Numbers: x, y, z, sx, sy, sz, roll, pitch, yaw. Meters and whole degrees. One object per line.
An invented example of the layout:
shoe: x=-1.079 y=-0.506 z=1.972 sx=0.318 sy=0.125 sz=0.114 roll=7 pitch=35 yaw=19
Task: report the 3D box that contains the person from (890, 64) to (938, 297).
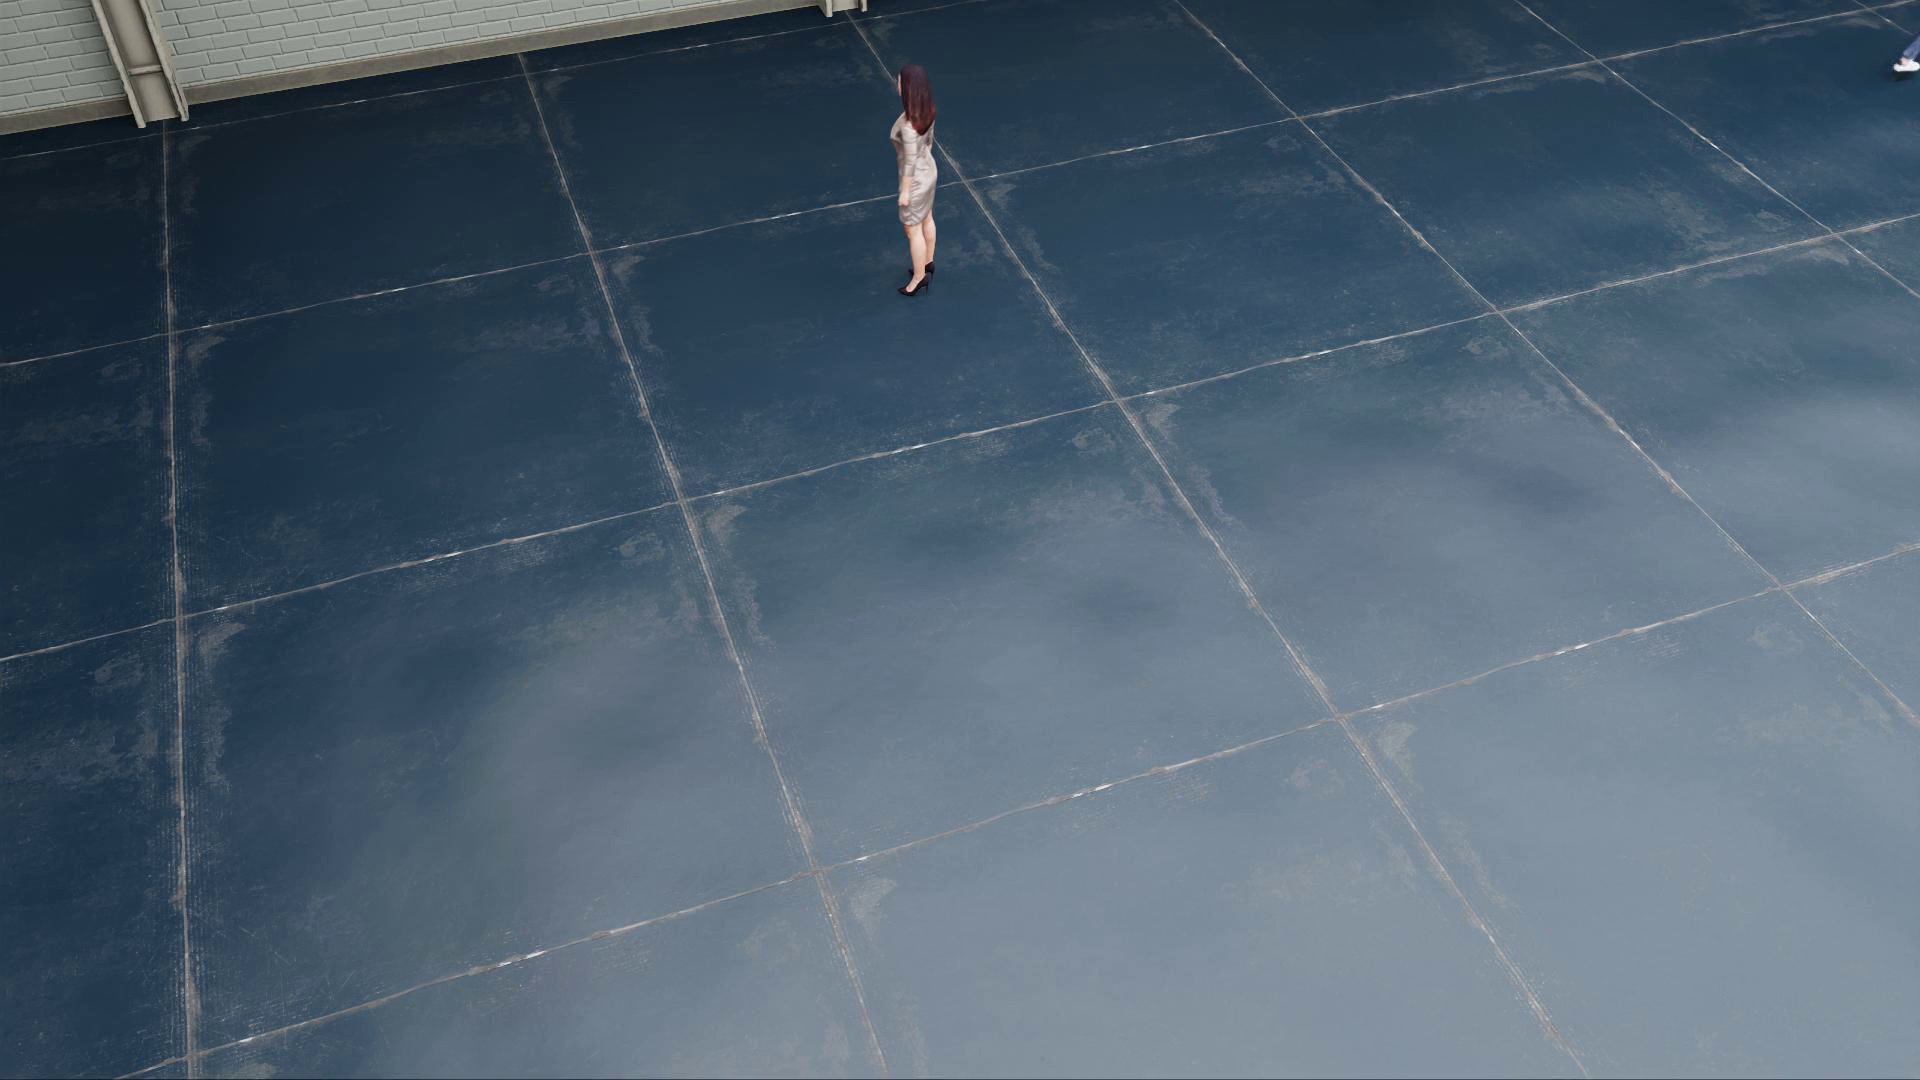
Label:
person: x=-0.303 y=-2.505 z=11.617 sx=0.704 sy=1.746 sz=0.667 roll=13 pitch=45 yaw=14
